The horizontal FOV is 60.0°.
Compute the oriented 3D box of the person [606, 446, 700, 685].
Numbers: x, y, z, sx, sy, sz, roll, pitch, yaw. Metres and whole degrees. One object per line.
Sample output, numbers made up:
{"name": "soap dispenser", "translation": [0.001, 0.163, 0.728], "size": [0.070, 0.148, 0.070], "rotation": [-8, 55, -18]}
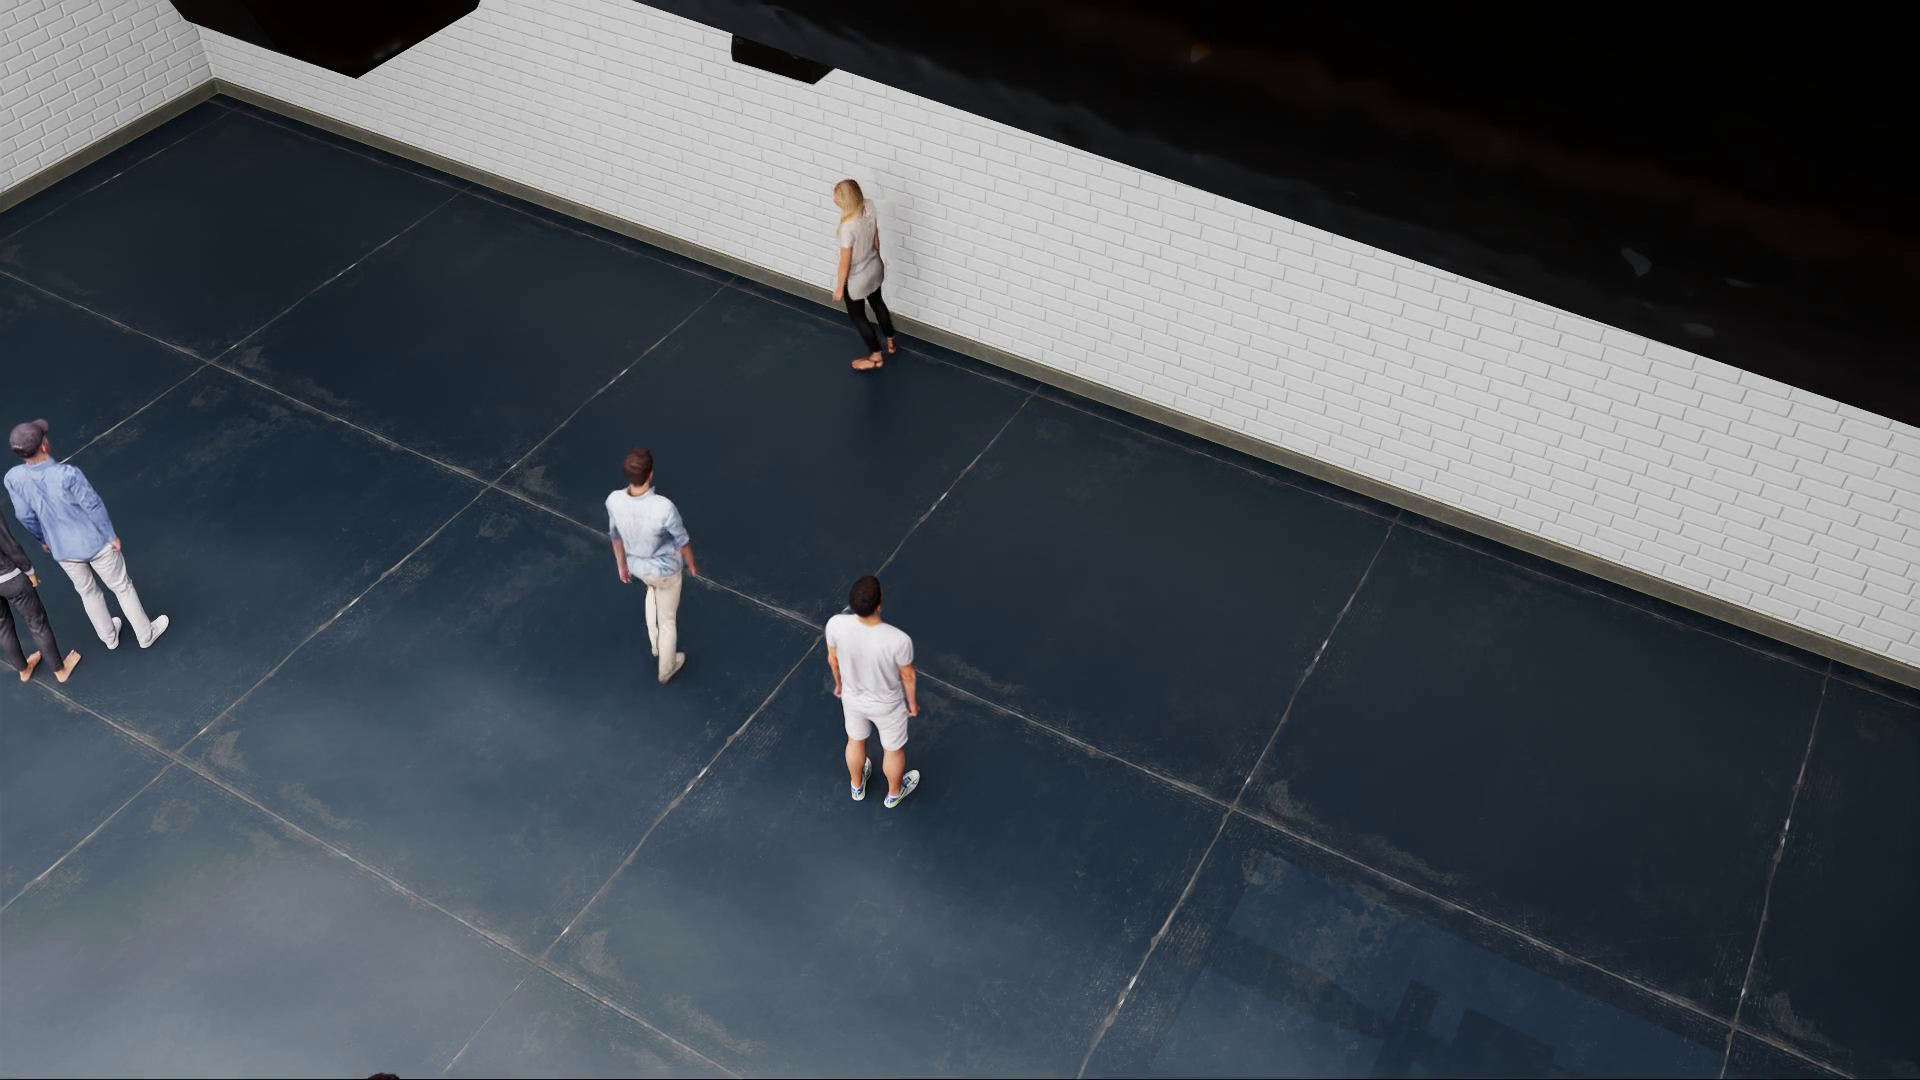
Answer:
{"name": "person", "translation": [-1.960, 0.226, 10.454], "size": [0.690, 1.835, 0.691], "rotation": [16, 46, 16]}

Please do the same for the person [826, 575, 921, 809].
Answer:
{"name": "person", "translation": [-0.511, 0.897, 9.735], "size": [0.728, 1.855, 0.636], "rotation": [13, 45, 13]}

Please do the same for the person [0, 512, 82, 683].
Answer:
{"name": "person", "translation": [-6.089, 0.230, 10.499], "size": [0.675, 1.768, 0.696], "rotation": [-3, 44, -3]}

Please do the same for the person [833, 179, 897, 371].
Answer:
{"name": "person", "translation": [-0.707, -2.051, 12.882], "size": [0.886, 1.782, 0.431], "rotation": [30, 51, 28]}

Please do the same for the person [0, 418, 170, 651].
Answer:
{"name": "person", "translation": [-5.649, -0.010, 10.663], "size": [0.741, 1.888, 0.749], "rotation": [-2, 44, -2]}
